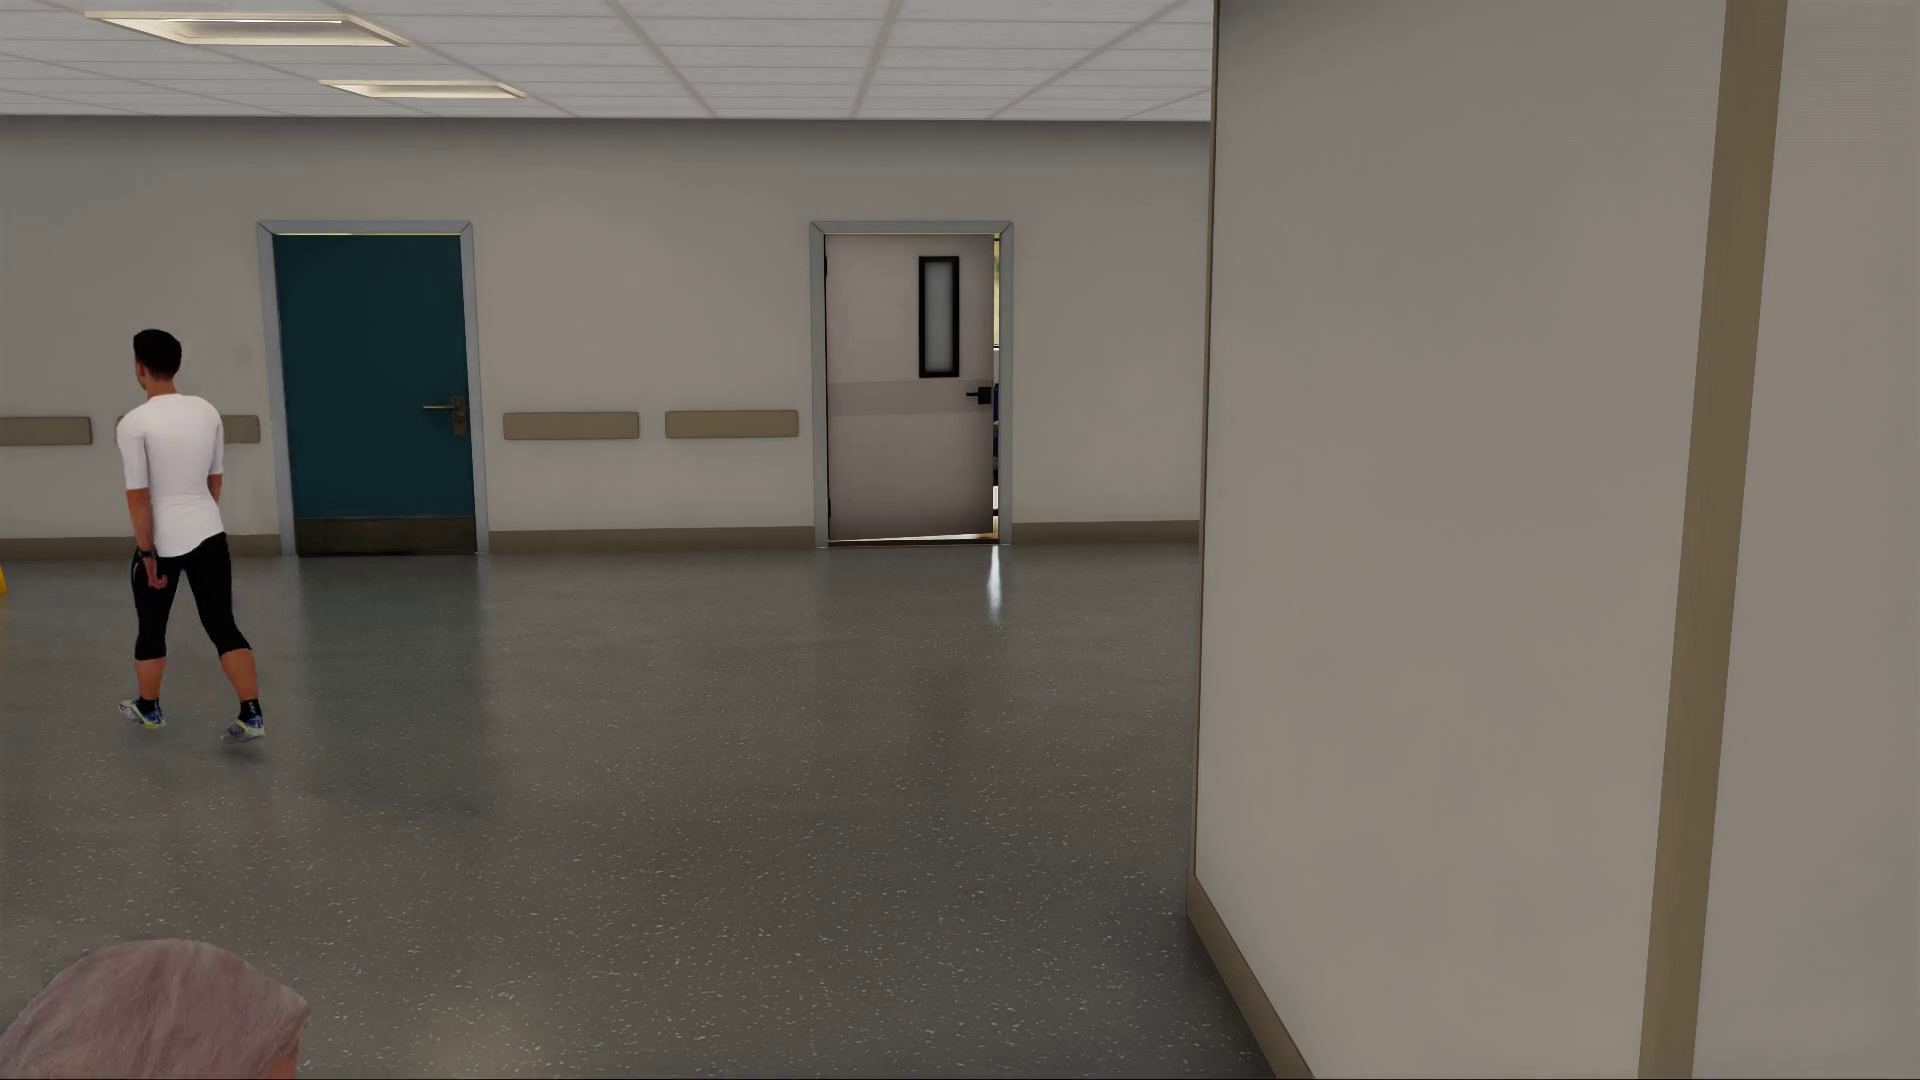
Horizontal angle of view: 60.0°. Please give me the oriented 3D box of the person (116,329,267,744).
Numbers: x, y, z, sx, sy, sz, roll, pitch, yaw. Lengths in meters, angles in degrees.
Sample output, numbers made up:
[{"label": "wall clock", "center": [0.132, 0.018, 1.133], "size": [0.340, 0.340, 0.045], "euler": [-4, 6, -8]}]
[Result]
[{"label": "person", "center": [-3.308, 0.030, 7.207], "size": [1.288, 1.814, 1.159], "euler": [7, 13, 33]}]
